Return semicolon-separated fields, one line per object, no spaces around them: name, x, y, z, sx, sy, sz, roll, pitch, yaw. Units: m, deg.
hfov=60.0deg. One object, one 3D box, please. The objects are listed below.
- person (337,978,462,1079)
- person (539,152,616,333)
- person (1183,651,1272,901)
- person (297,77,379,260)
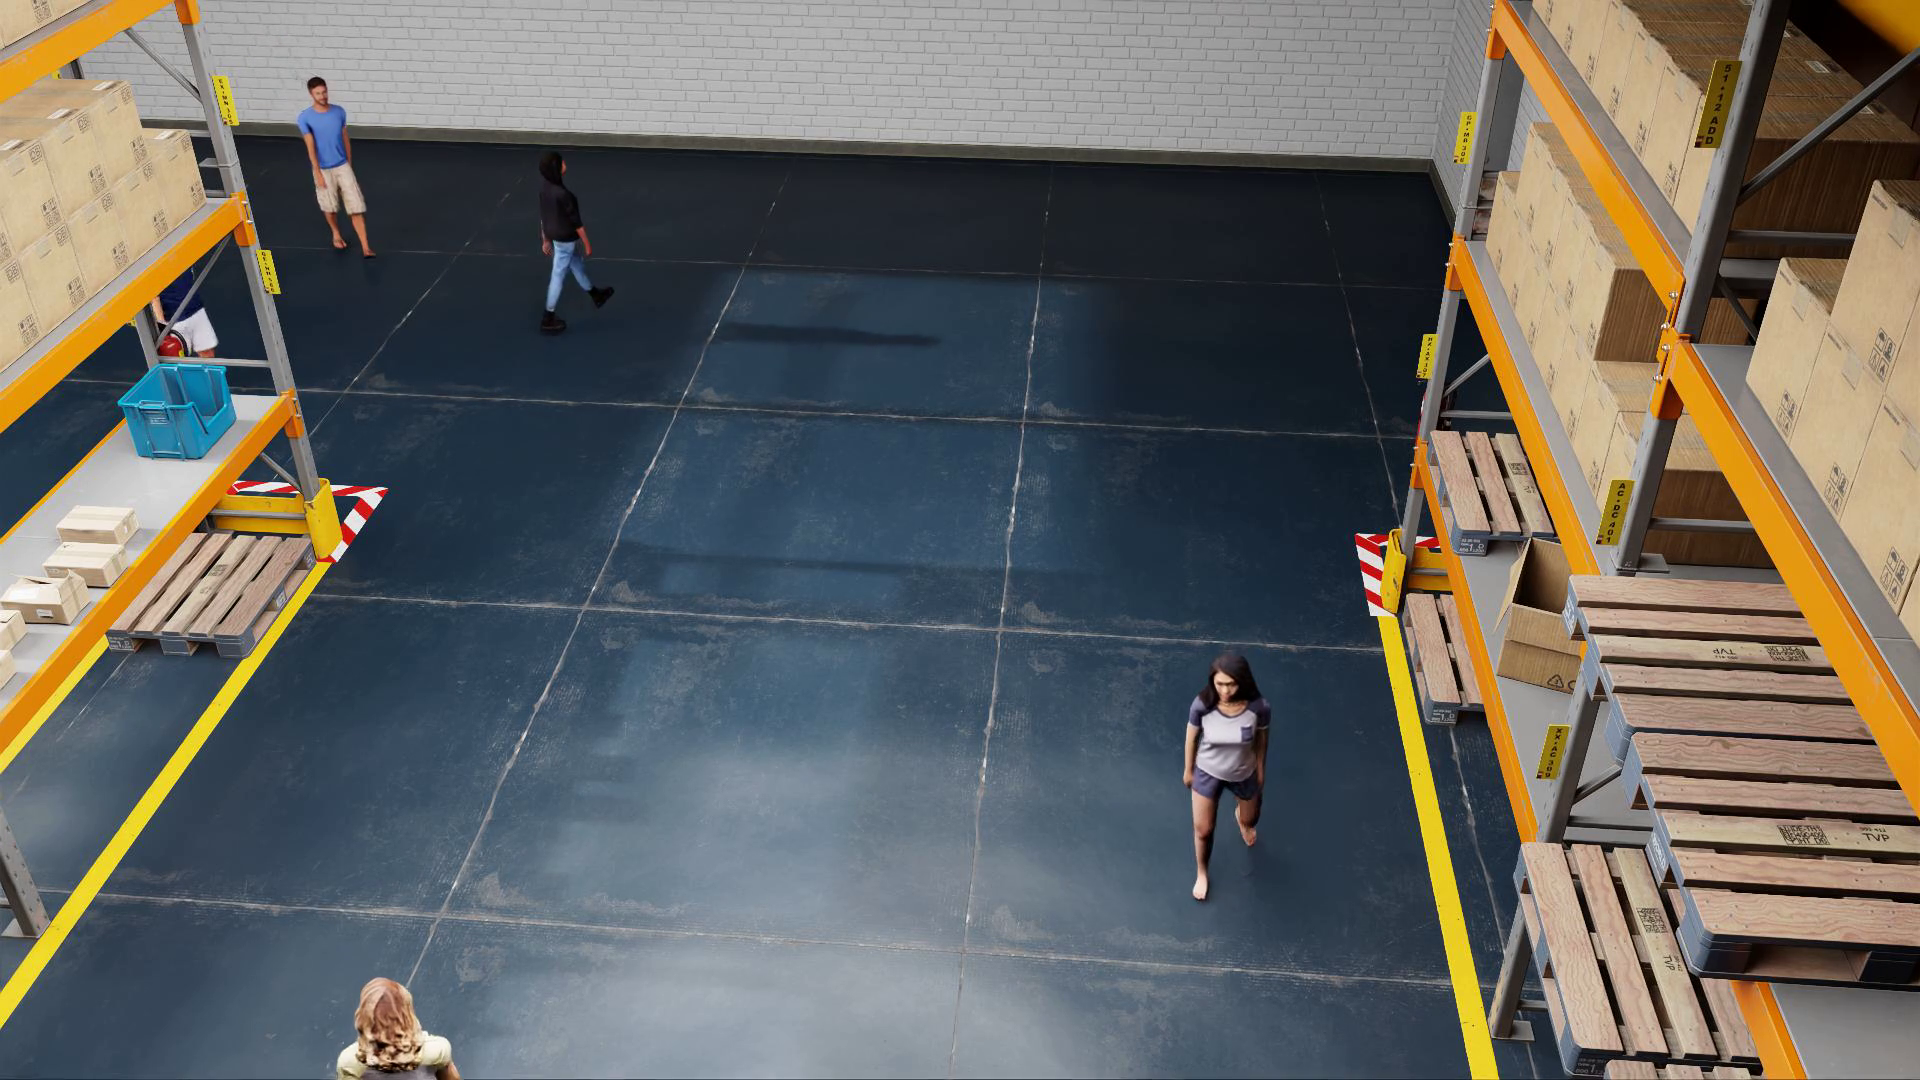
person;-2.369;2.611;7.231;0.702;1.711;0.725;-5;34;-8
person;-3.706;-2.689;15.253;1.033;1.658;1.200;26;41;33
person;1.513;1.246;9.307;0.656;1.686;0.832;-1;34;-2
person;-6.340;-3.734;16.684;1.126;1.813;1.280;-20;38;-27
